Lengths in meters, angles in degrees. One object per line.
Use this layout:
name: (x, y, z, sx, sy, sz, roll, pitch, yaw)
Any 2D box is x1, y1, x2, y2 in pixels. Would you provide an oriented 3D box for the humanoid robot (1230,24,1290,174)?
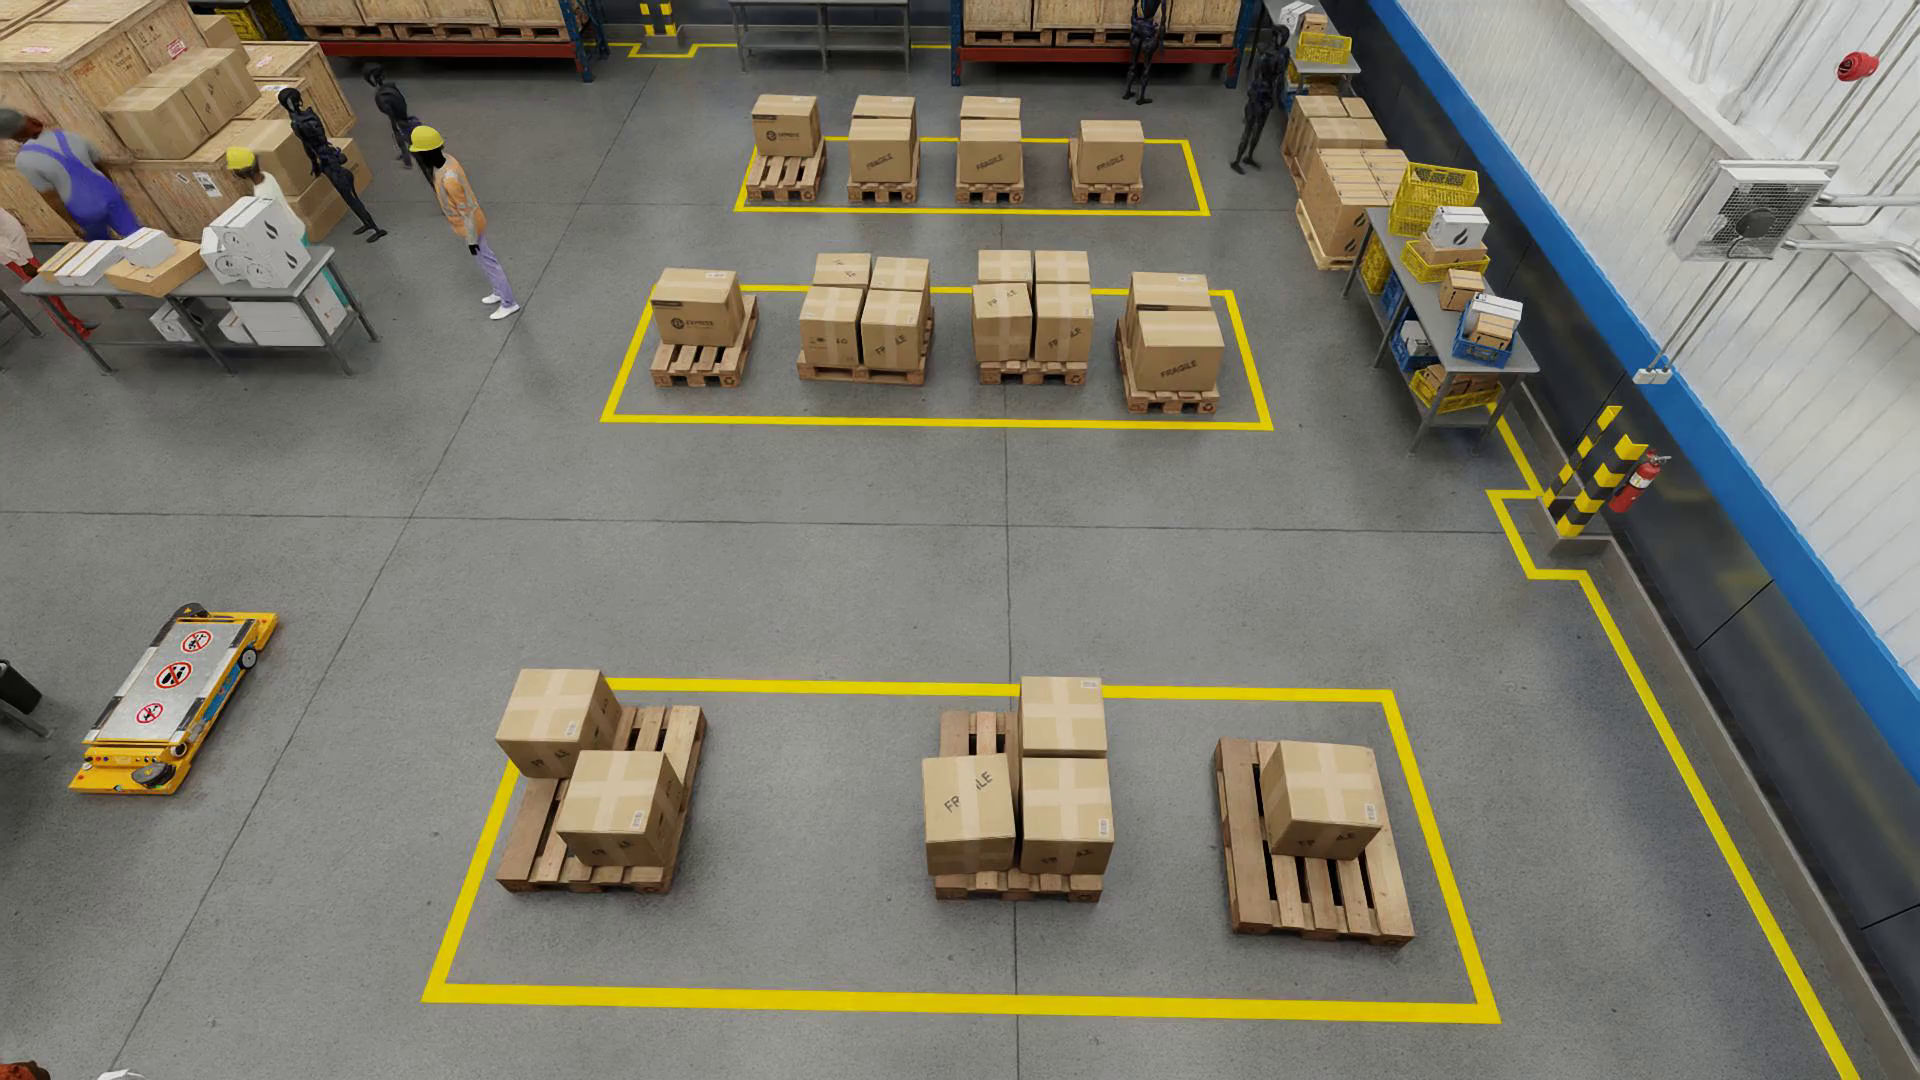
humanoid robot: (3.602, -5.194, 10.833, 0.586, 1.657, 0.354, -32, 57, -24)

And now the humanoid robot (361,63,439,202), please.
humanoid robot: (-6.114, -4.463, 10.222, 0.418, 1.641, 0.692, -21, 53, -17)

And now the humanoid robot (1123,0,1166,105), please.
humanoid robot: (2.453, -6.655, 12.066, 0.331, 1.657, 0.599, -33, 57, -25)

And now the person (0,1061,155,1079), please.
person: (-3.590, 2.631, 4.084, 0.571, 1.882, 0.356, -17, 52, -14)

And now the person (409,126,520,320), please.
person: (-4.767, -3.042, 8.855, 0.359, 1.927, 0.585, -24, 54, -19)

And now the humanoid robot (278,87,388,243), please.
humanoid robot: (-6.770, -4.017, 9.841, 0.581, 1.651, 0.327, 30, 56, 23)

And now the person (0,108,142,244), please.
person: (-8.679, -3.368, 9.057, 1.021, 2.000, 0.707, 14, 51, 12)

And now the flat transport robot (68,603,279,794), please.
flat transport robot: (-5.504, 1.072, 6.442, 0.652, 0.197, 1.431, 1, 50, 1)

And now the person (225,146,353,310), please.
person: (-6.513, -2.963, 8.901, 0.336, 1.776, 0.528, -17, 52, -14)

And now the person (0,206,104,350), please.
person: (-8.762, -2.691, 8.514, 0.394, 1.991, 0.621, -37, 59, -27)
